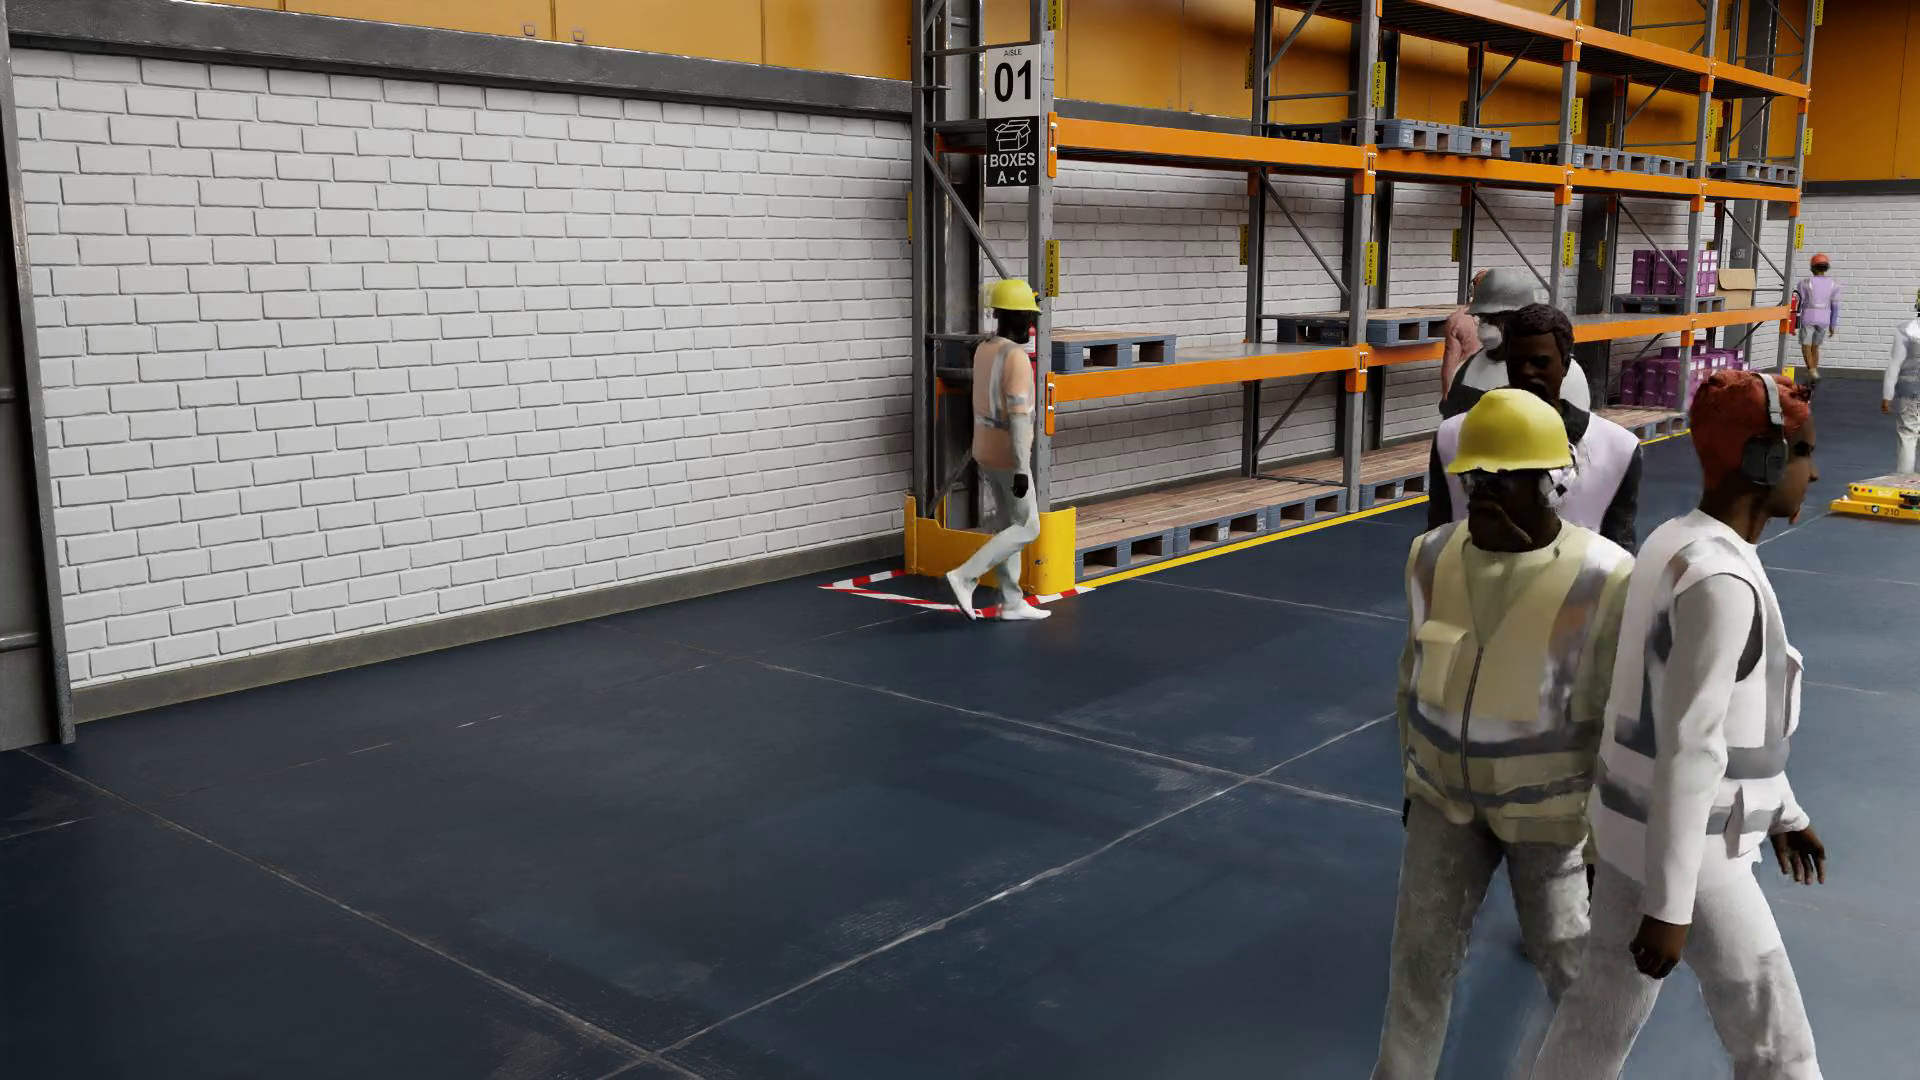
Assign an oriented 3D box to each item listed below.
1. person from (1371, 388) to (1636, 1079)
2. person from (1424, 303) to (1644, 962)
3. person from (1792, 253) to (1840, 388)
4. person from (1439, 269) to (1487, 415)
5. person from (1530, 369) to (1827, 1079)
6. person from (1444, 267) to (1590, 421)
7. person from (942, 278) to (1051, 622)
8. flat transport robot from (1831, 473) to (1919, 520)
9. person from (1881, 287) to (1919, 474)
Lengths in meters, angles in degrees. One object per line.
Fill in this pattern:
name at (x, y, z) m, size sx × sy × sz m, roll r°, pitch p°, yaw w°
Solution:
person at (1.218, 0.552, 3.688) m, size 0.606 × 1.780 × 0.938 m, roll 9°, pitch 13°, yaw 41°
person at (1.639, 0.277, 4.854) m, size 0.590 × 1.920 × 0.399 m, roll 5°, pitch 11°, yaw 25°
person at (12.749, -3.261, 24.788) m, size 0.614 × 2.045 × 0.807 m, roll 1°, pitch 10°, yaw 5°
person at (4.055, -1.142, 12.963) m, size 0.636 × 1.911 × 0.403 m, roll 0°, pitch 10°, yaw 1°
person at (1.515, 0.602, 3.216) m, size 0.944 × 1.838 × 0.582 m, roll 2°, pitch 10°, yaw 12°
person at (2.343, -0.177, 7.088) m, size 0.950 × 2.000 × 0.677 m, roll -8°, pitch 13°, yaw -37°
person at (0.213, -0.466, 9.095) m, size 0.586 × 1.911 × 0.601 m, roll -4°, pitch 11°, yaw -20°
flat transport robot at (7.540, -0.357, 13.152) m, size 1.431 × 0.197 × 0.652 m, roll -8°, pitch 13°, yaw -39°
person at (7.911, -1.218, 13.661) m, size 0.653 × 1.811 × 0.465 m, roll 1°, pitch 10°, yaw 6°
